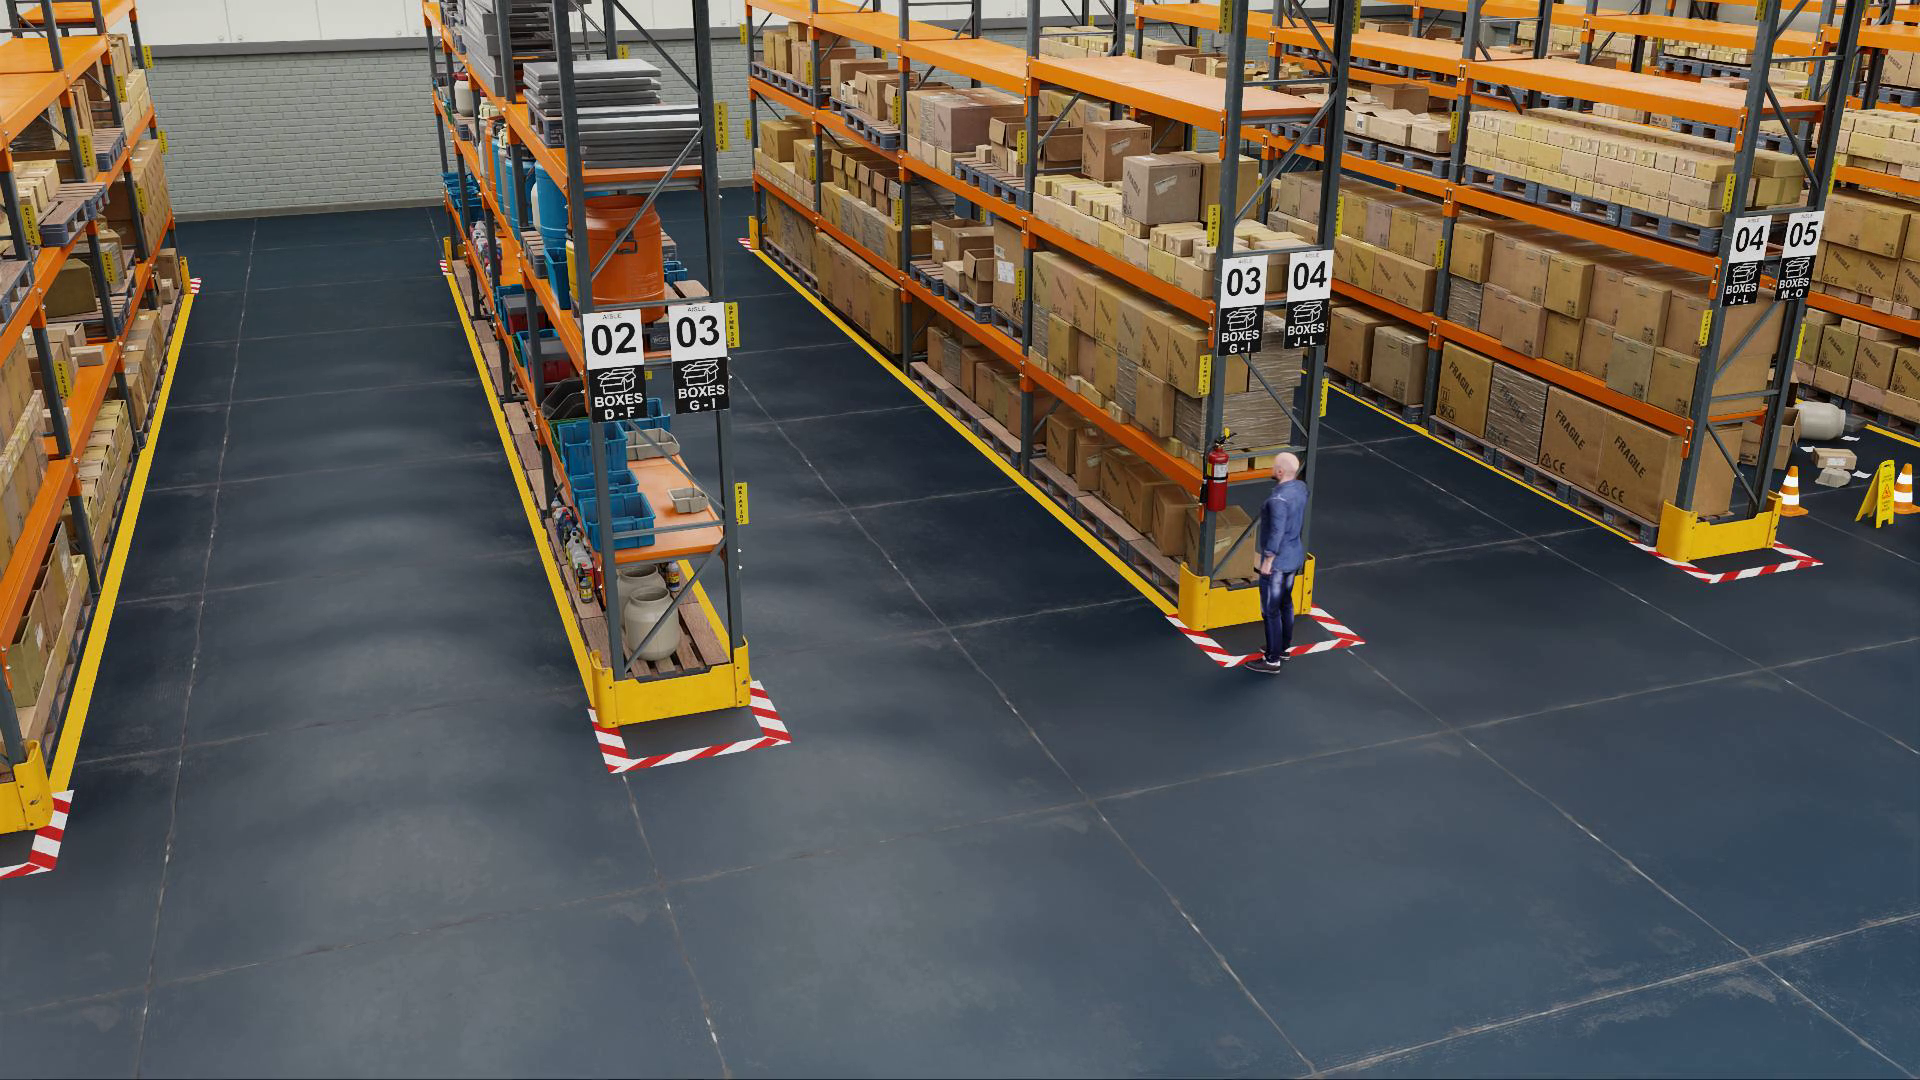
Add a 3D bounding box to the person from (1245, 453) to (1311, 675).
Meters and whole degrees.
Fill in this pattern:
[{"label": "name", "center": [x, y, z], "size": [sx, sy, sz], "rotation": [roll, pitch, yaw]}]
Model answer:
[{"label": "person", "center": [2.539, 0.165, 13.232], "size": [0.826, 1.826, 0.796], "rotation": [13, 26, 29]}]
